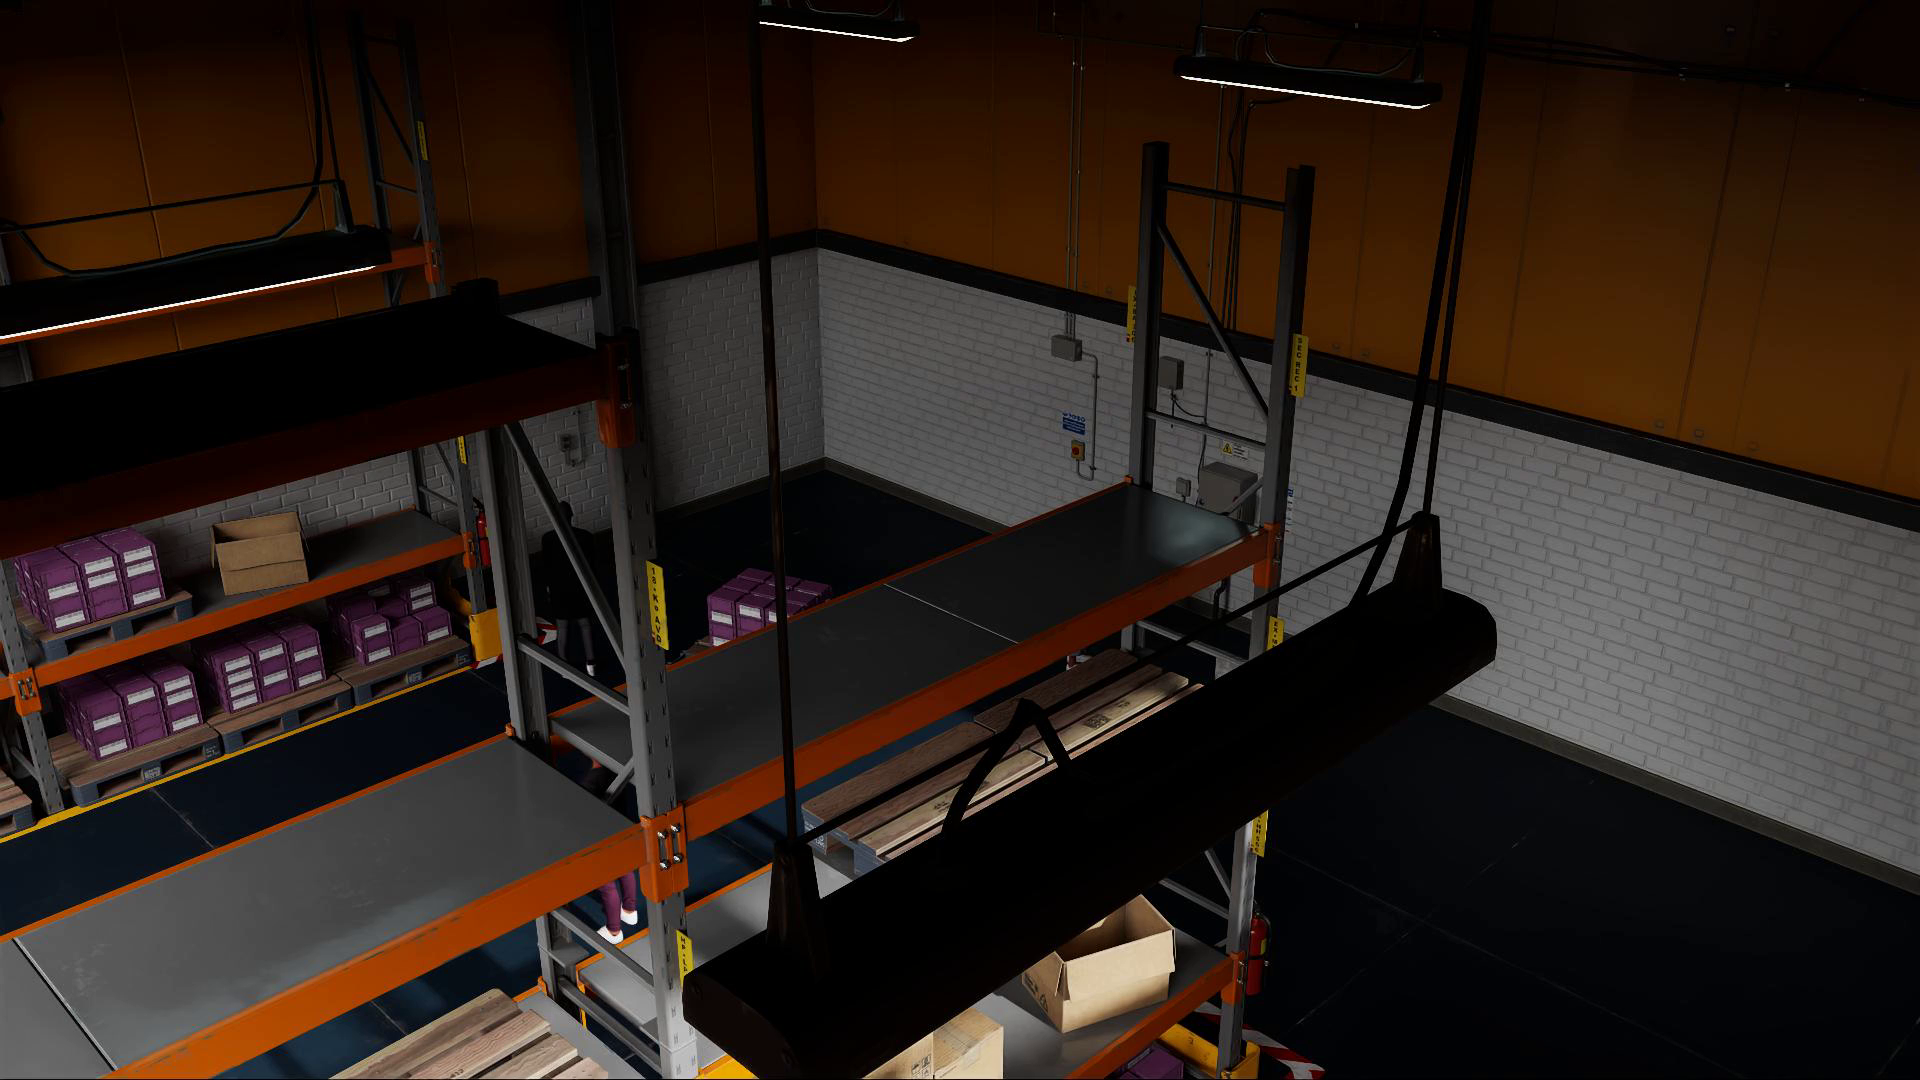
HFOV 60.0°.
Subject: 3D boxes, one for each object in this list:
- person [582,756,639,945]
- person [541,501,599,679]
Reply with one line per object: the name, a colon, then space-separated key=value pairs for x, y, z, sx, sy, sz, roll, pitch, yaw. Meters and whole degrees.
person: x=-2.535 y=2.079 z=11.963 sx=0.773 sy=1.784 sz=0.675 roll=6 pitch=24 yaw=14
person: x=-3.679 y=0.464 z=15.686 sx=0.669 sy=1.760 sz=0.780 roll=-6 pitch=24 yaw=-14
